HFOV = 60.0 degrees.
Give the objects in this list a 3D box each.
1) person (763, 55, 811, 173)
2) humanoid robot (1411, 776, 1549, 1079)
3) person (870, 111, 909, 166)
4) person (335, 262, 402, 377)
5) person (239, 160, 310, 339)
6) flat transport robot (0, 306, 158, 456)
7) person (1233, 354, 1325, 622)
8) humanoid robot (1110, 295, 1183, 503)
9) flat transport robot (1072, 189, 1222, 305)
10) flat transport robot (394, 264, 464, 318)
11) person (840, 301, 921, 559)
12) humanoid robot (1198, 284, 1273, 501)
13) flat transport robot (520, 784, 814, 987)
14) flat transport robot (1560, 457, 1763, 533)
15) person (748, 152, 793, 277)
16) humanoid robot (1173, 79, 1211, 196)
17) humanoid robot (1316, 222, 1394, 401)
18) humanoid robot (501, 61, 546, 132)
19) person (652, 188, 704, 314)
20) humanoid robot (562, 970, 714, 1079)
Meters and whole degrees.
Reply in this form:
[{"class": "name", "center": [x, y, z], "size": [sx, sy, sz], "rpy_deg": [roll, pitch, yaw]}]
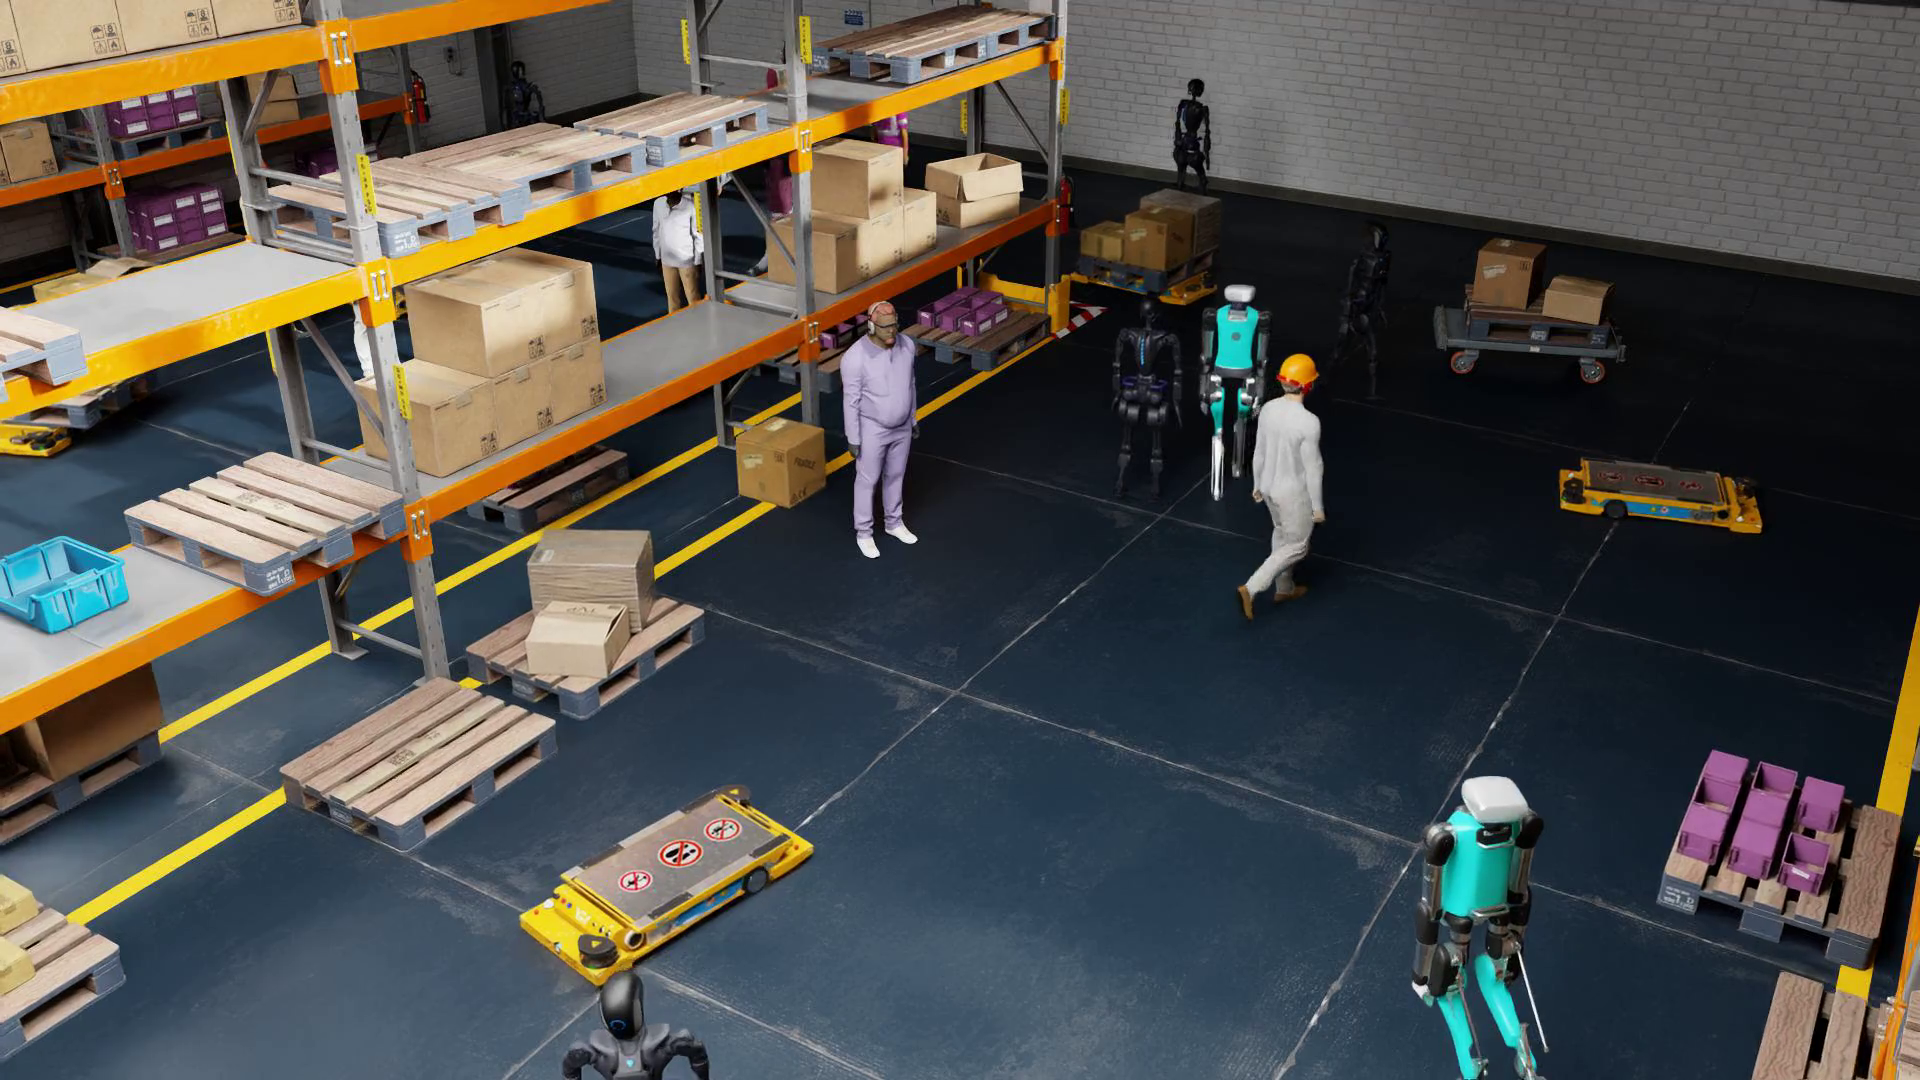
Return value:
[{"class": "person", "center": [-2.230, -5.554, 21.497], "size": [0.664, 1.775, 1.040], "rpy_deg": [-14, 30, -25]}, {"class": "humanoid robot", "center": [2.246, 1.917, 6.804], "size": [0.541, 1.765, 0.966], "rpy_deg": [-8, 28, -16]}, {"class": "person", "center": [-0.834, -4.581, 19.512], "size": [0.574, 1.828, 0.434], "rpy_deg": [19, 33, 33]}, {"class": "person", "center": [-5.292, -2.327, 14.939], "size": [0.373, 1.940, 0.630], "rpy_deg": [16, 31, 28]}, {"class": "person", "center": [-6.662, -2.808, 16.088], "size": [0.563, 1.752, 0.334], "rpy_deg": [23, 35, 38]}, {"class": "flat transport robot", "center": [-7.717, -1.091, 14.348], "size": [0.659, 0.231, 1.431], "rpy_deg": [4, 27, 8]}, {"class": "person", "center": [2.145, -0.335, 11.089], "size": [0.712, 1.870, 0.581], "rpy_deg": [-14, 30, -26]}, {"class": "humanoid robot", "center": [1.428, -1.075, 12.749], "size": [0.589, 1.651, 0.321], "rpy_deg": [11, 29, 20]}, {"class": "flat transport robot", "center": [1.961, -2.785, 17.686], "size": [1.431, 0.231, 0.659], "rpy_deg": [20, 33, 34]}, {"class": "flat transport robot", "center": [-5.476, -2.589, 17.300], "size": [1.431, 0.231, 0.659], "rpy_deg": [-20, 33, -34]}, {"class": "person", "center": [-0.538, -0.805, 11.977], "size": [0.651, 1.905, 0.405], "rpy_deg": [-22, 34, -36]}, {"class": "humanoid robot", "center": [2.126, -1.216, 13.004], "size": [0.530, 1.807, 0.876], "rpy_deg": [4, 27, 8]}, {"class": "flat transport robot", "center": [-1.515, 1.770, 8.710], "size": [0.659, 0.231, 1.431], "rpy_deg": [23, 35, 37]}, {"class": "flat transport robot", "center": [5.412, -0.350, 12.888], "size": [1.431, 0.231, 0.659], "rpy_deg": [8, 28, 15]}, {"class": "person", "center": [-1.848, -3.426, 17.106], "size": [0.590, 1.934, 0.506], "rpy_deg": [-7, 28, -13]}, {"class": "humanoid robot", "center": [2.773, -4.680, 19.880], "size": [0.562, 1.641, 0.588], "rpy_deg": [-20, 33, -34]}, {"class": "humanoid robot", "center": [3.539, -1.987, 14.578], "size": [0.591, 1.629, 0.689], "rpy_deg": [-22, 34, -36]}, {"class": "humanoid robot", "center": [-5.439, -5.189, 20.865], "size": [0.611, 1.641, 0.386], "rpy_deg": [5, 27, 10]}, {"class": "person", "center": [-2.692, -2.696, 15.869], "size": [0.558, 1.751, 0.324], "rpy_deg": [12, 29, 22]}, {"class": "humanoid robot", "center": [-1.155, 2.221, 6.288], "size": [0.599, 1.637, 0.634], "rpy_deg": [-3, 27, -6]}]
